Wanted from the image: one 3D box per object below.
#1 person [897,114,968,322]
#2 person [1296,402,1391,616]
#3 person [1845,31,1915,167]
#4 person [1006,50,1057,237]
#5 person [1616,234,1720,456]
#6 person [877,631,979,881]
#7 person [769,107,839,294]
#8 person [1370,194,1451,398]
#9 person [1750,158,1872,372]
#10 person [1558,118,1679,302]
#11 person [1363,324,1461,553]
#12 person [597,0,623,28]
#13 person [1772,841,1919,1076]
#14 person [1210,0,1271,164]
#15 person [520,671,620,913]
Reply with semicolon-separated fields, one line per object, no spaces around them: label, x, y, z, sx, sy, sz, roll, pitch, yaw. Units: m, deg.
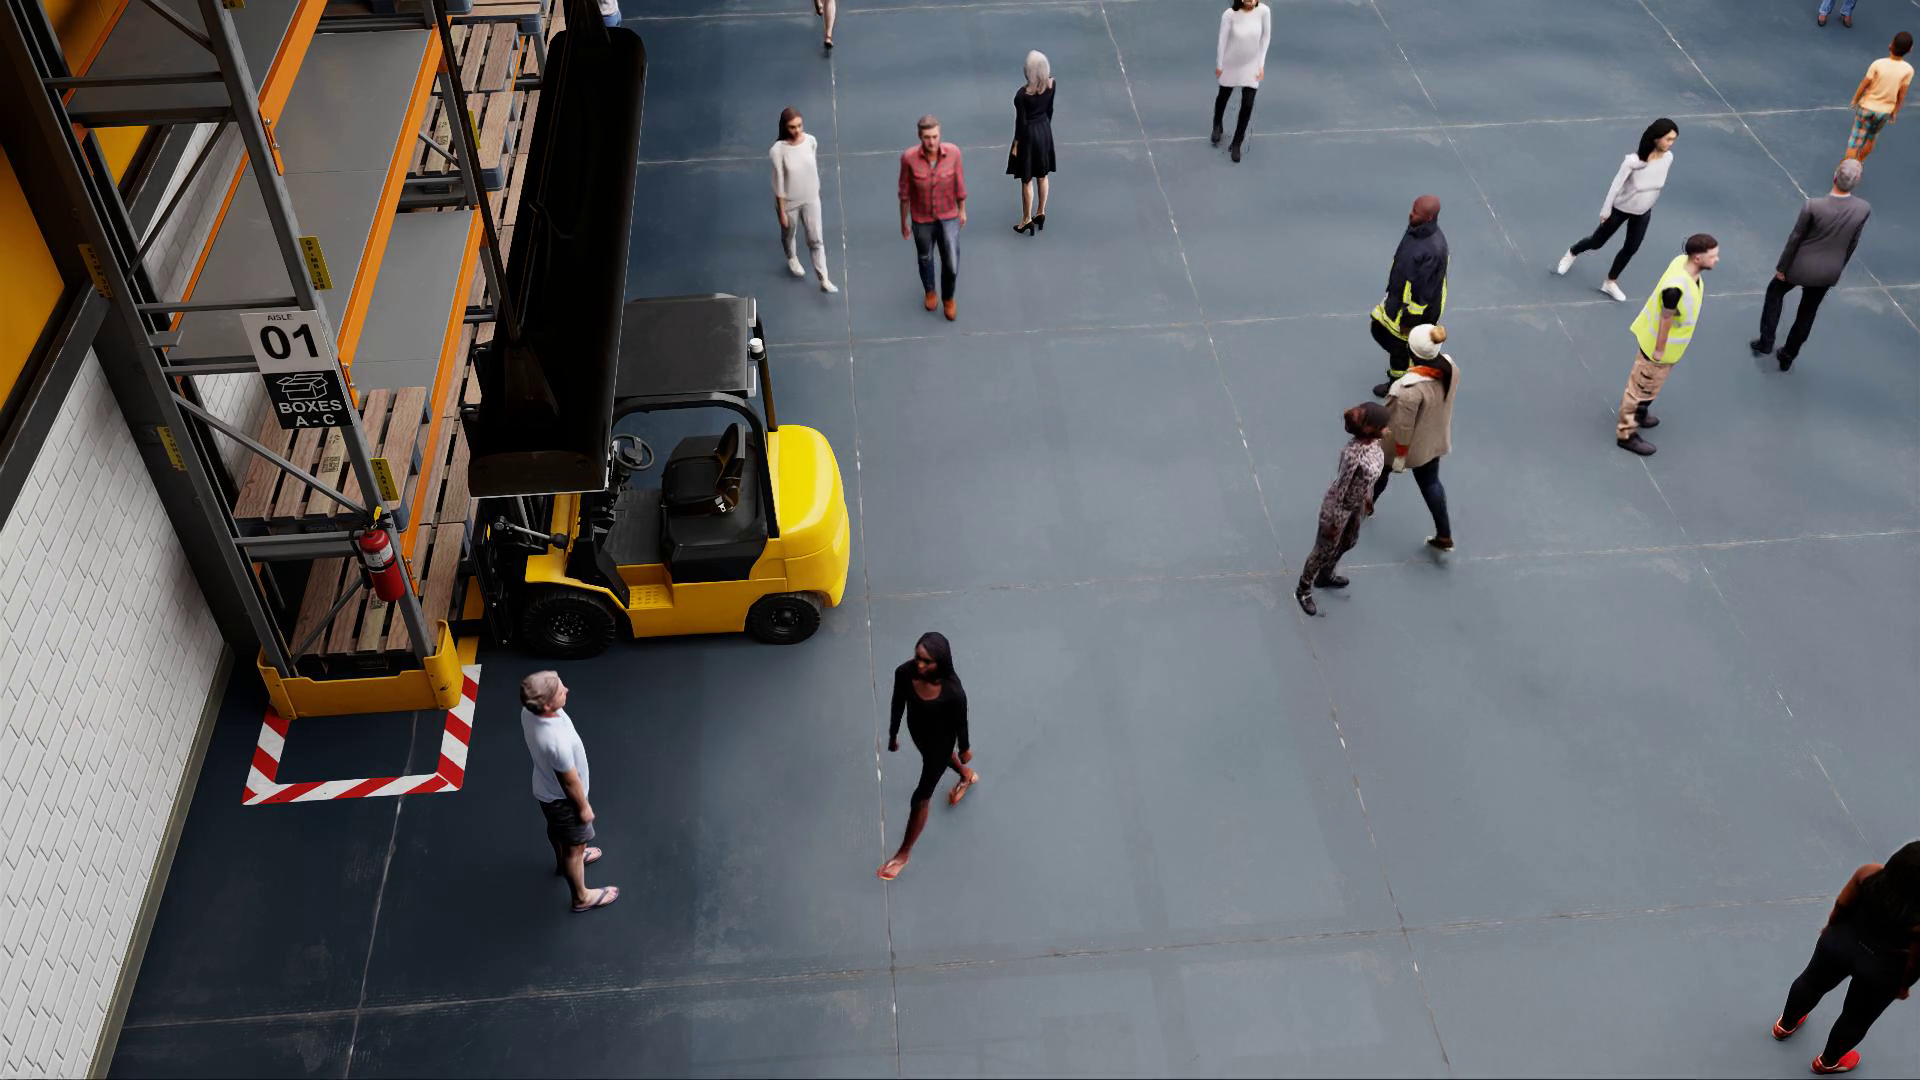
person;-0.223;-2.711;13.653;0.715;1.817;0.682;-2;44;-2
person;2.567;-0.228;11.129;0.717;1.703;0.776;-31;52;-28
person;8.342;-3.886;15.159;0.713;1.441;0.872;13;45;13
person;0.635;-3.464;14.494;0.696;1.747;0.730;-29;51;-27
person;5.239;-1.497;12.358;0.896;1.845;0.810;18;46;18
person;-0.118;1.130;9.732;1.153;1.665;1.255;27;50;26
person;-1.412;-2.897;13.971;0.901;1.648;1.120;-23;48;-22
person;3.568;-1.871;12.775;0.819;1.811;0.743;-6;44;-7
person;6.681;-2.096;13.003;0.804;1.823;0.771;9;44;9
person;5.531;-2.789;13.836;0.739;1.677;0.910;-7;44;-7
person;3.217;-0.677;11.490;1.118;1.856;1.319;-26;49;-24
person;-3.443;-5.093;16.286;0.714;1.633;0.540;7;44;7
person;4.669;2.136;8.566;0.819;1.816;0.705;-23;48;-22
person;2.627;-4.444;15.519;0.679;1.752;0.935;4;44;5
person;-2.252;1.393;9.337;0.765;1.828;0.617;-19;47;-19
